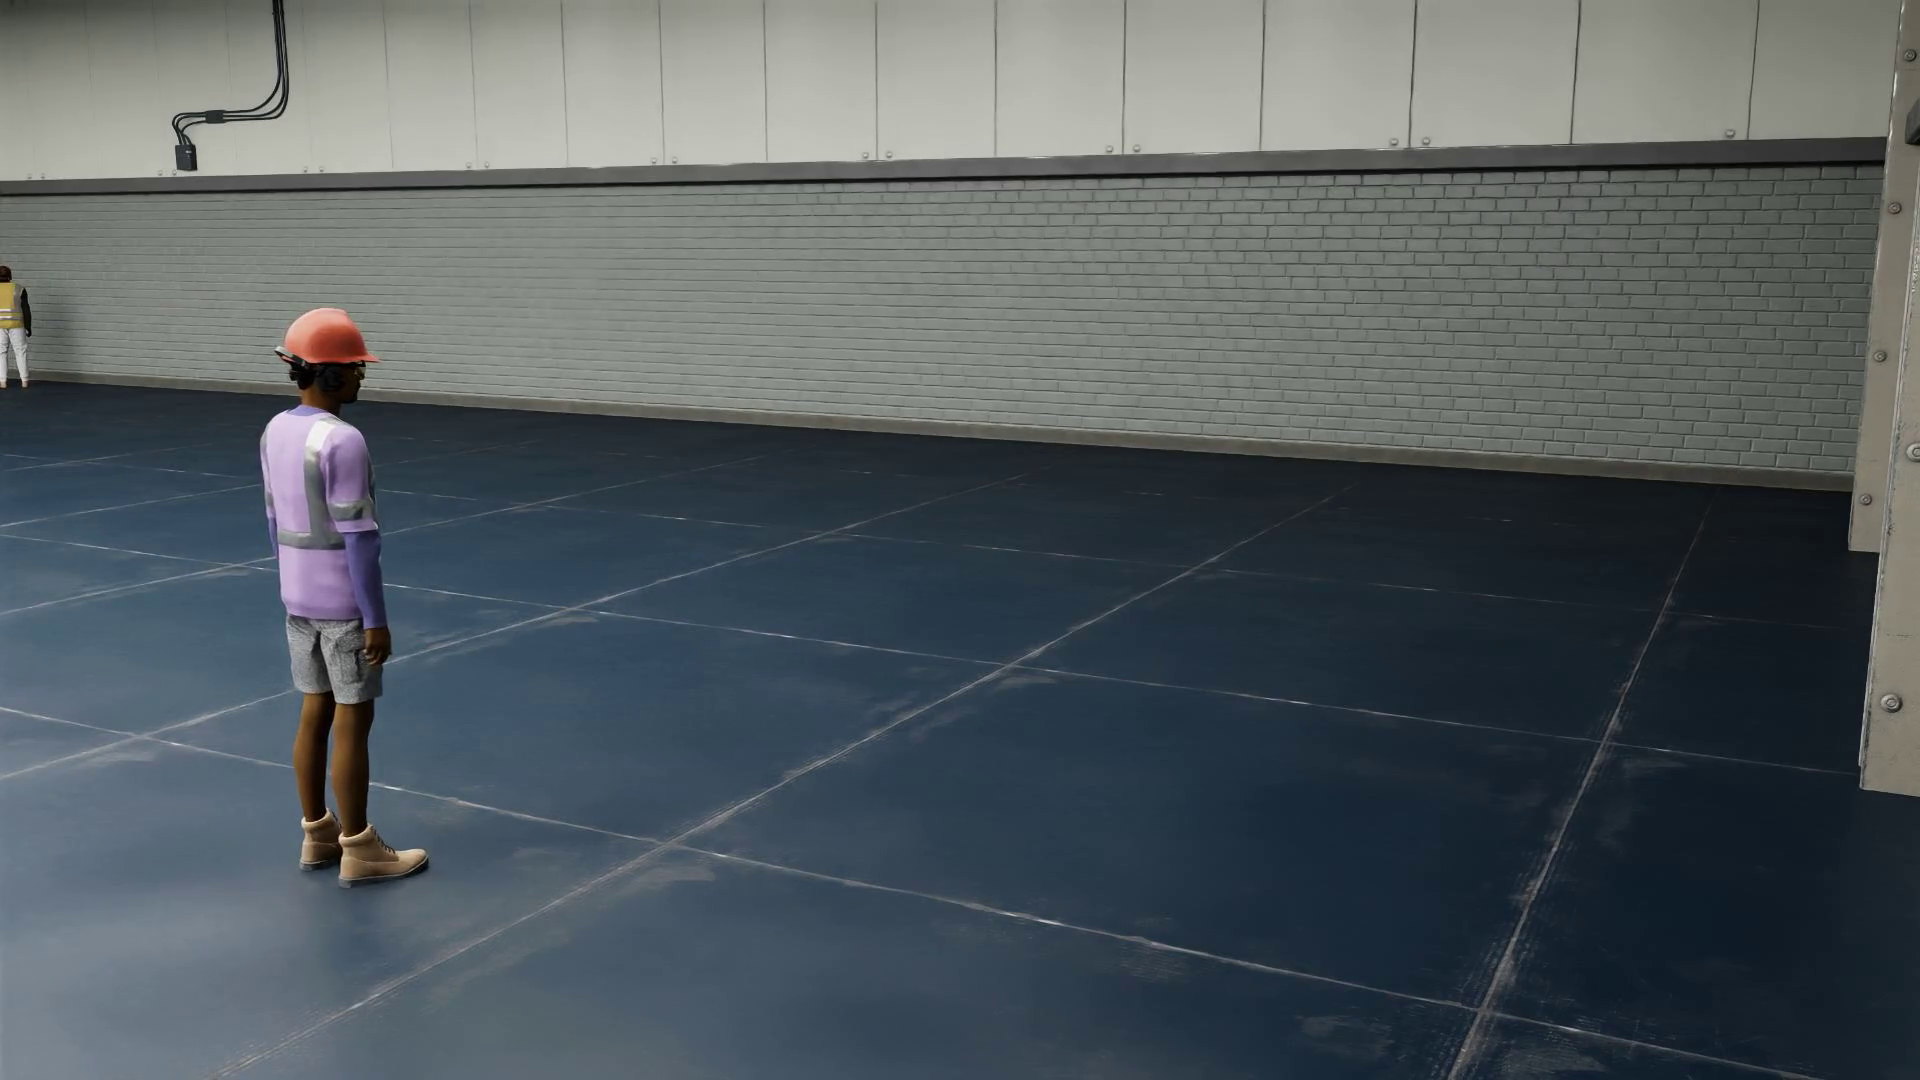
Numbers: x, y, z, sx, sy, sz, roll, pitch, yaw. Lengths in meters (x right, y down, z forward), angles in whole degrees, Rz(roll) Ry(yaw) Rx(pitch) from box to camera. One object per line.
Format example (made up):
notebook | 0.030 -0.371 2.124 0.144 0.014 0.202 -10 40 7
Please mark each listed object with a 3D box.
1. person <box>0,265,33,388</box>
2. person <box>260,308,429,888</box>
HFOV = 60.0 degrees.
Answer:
person | -14.414 -3.229 25.195 0.633 1.841 0.429 -5 11 -23
person | -2.200 0.208 5.904 0.611 2.043 0.374 9 14 41
